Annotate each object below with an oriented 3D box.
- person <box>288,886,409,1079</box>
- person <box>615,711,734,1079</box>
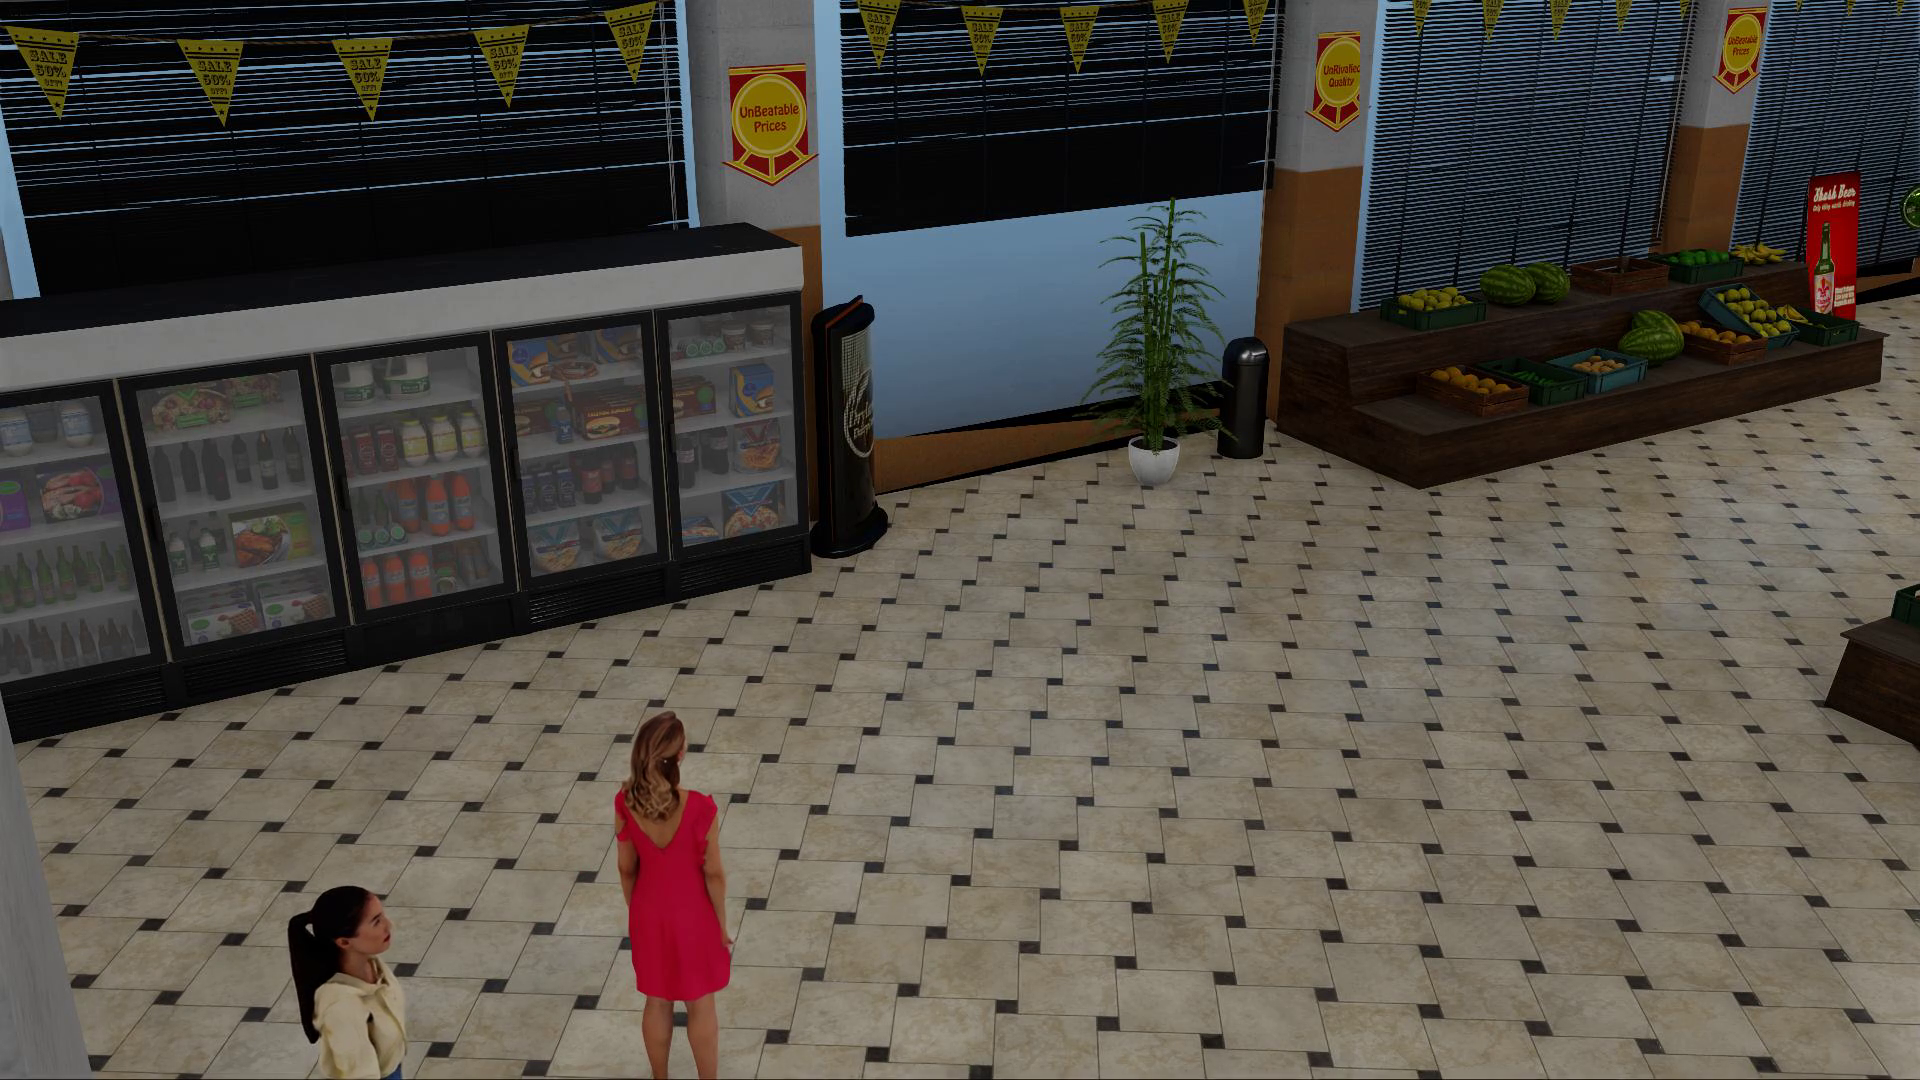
[{"bbox_3d":[-1.925,1.839,5.421,0.604,1.631,0.675,-7,23,-18],"label":"person"},{"bbox_3d":[-1.085,1.438,6.289,0.656,1.728,0.720,5,22,12],"label":"person"}]
